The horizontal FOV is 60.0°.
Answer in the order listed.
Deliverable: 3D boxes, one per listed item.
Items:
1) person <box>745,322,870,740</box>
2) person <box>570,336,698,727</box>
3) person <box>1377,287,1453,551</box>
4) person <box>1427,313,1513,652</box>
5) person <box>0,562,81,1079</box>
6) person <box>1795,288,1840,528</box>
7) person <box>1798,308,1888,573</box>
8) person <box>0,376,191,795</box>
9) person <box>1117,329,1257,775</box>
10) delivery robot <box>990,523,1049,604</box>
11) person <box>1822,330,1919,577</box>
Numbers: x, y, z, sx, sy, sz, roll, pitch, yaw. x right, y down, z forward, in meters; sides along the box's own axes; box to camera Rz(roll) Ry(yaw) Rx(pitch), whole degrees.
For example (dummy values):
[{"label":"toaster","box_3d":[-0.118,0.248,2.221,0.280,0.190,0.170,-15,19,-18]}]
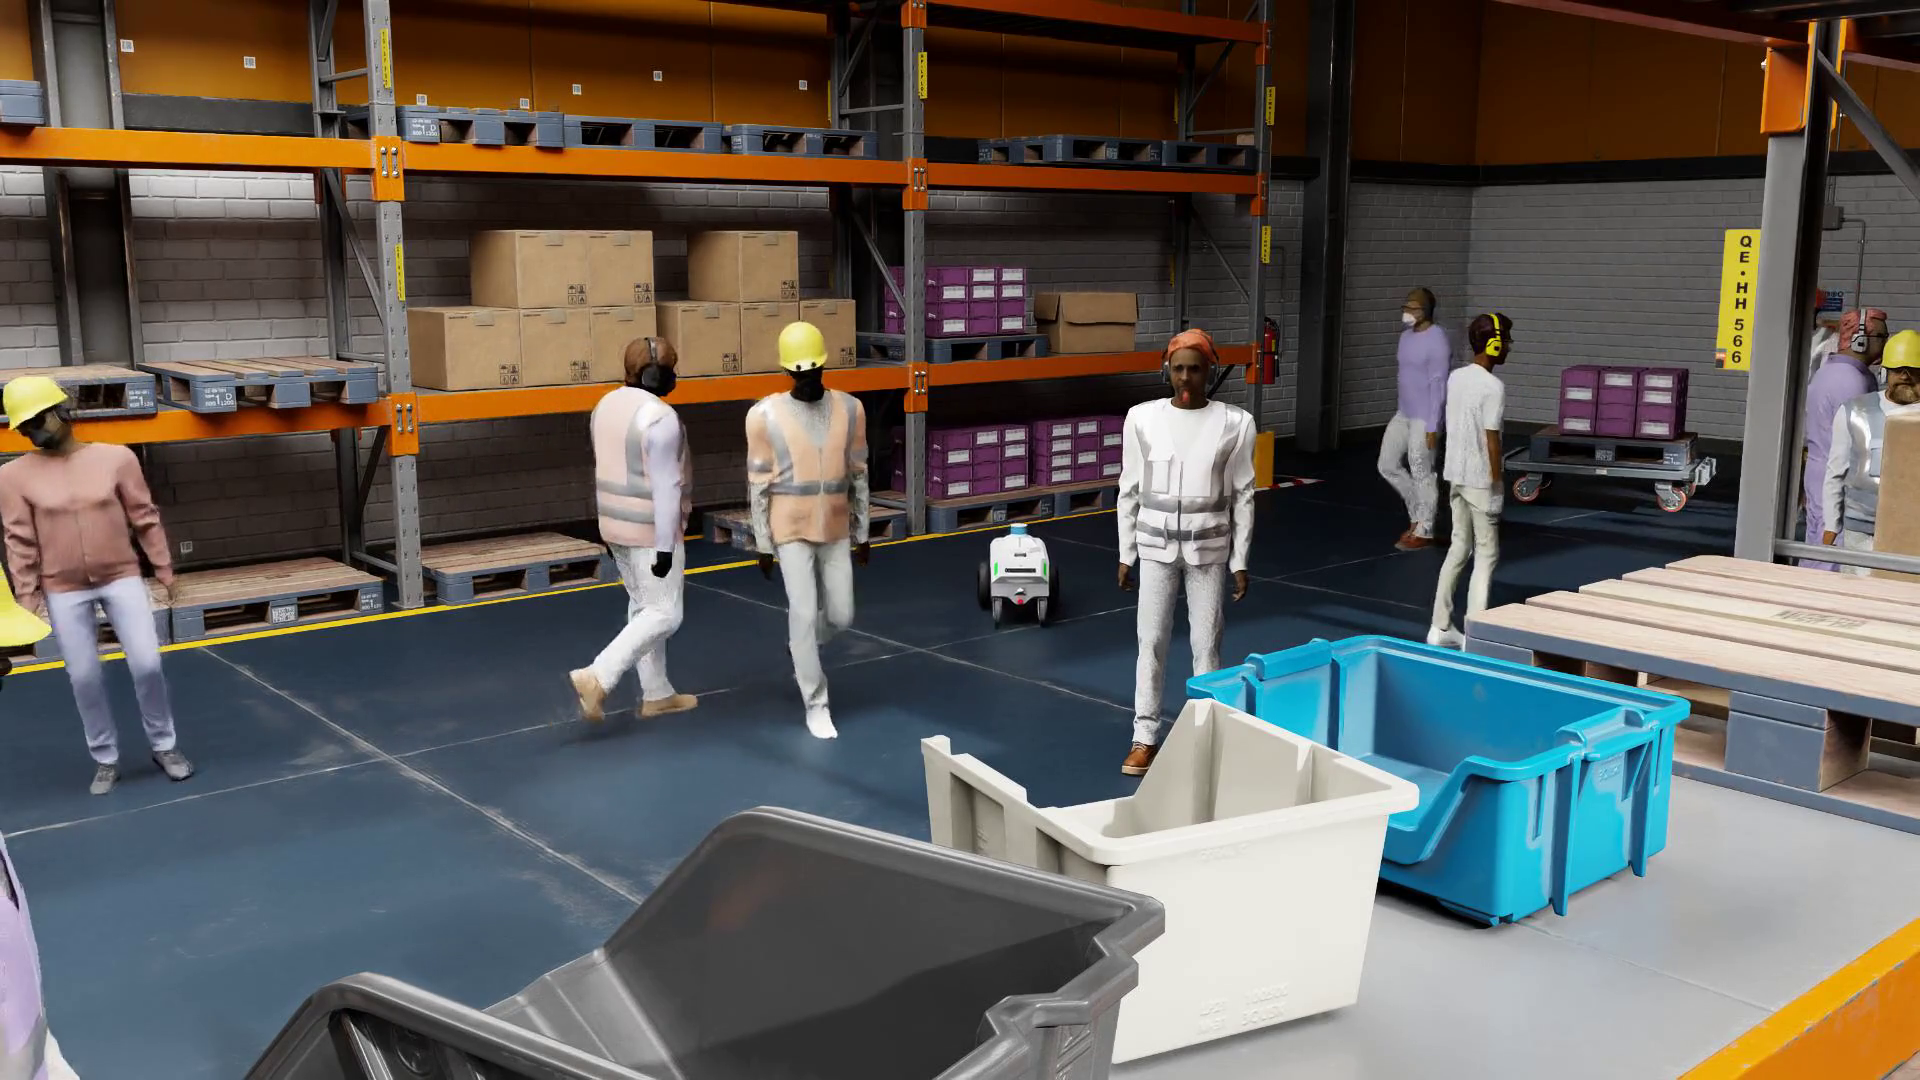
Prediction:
[{"label":"person","box_3d":[-0.721,-0.061,7.663,0.592,1.896,0.623,-5,11,-28]},{"label":"person","box_3d":[-1.512,-0.021,7.641,0.678,1.821,0.628,-9,14,-43]},{"label":"person","box_3d":[3.306,-0.864,12.050,0.447,1.923,0.648,-2,10,-12]},{"label":"person","box_3d":[2.815,-0.298,9.066,0.401,1.857,0.542,-3,10,-15]},{"label":"person","box_3d":[-1.335,0.892,2.241,0.415,1.922,0.601,-5,11,-26]},{"label":"person","box_3d":[6.706,-1.057,13.143,0.642,1.923,0.557,-6,12,-30]},{"label":"person","box_3d":[4.602,-0.246,8.643,0.401,1.906,0.649,3,11,15]},{"label":"person","box_3d":[-3.509,0.195,6.723,0.612,1.724,0.342,-6,12,-29]},{"label":"person","box_3d":[0.934,0.068,6.952,0.573,1.883,0.356,3,10,15]},{"label":"delivery robot","box_3d":[0.353,0.145,9.978,0.477,0.478,0.707,0,10,0]},{"label":"person","box_3d":[4.444,-0.082,7.933,0.602,1.830,0.404,4,11,21]}]
